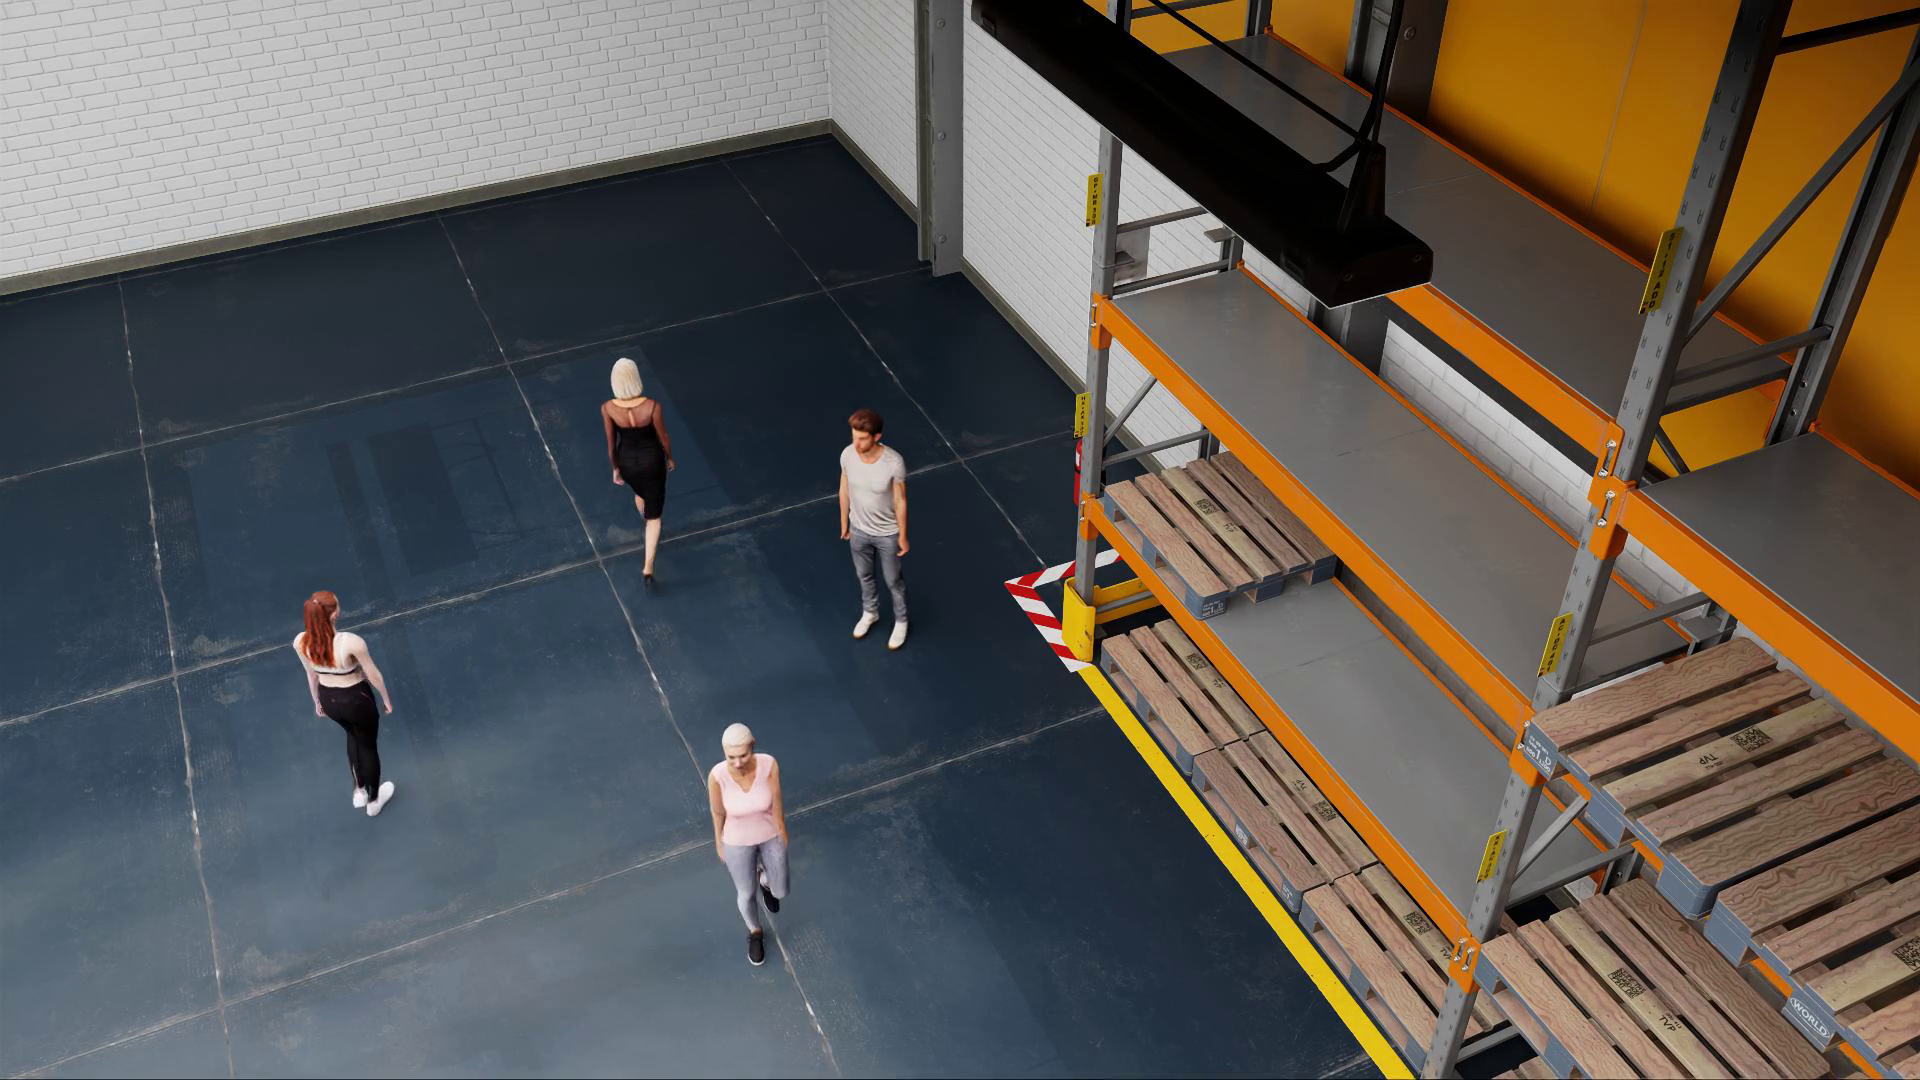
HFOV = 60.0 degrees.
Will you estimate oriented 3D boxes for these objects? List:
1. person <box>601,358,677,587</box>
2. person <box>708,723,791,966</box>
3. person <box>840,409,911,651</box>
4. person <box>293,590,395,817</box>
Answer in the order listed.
[{"bbox_3d":[-2.277,-0.461,11.870,0.938,1.713,1.140,4,39,5],"label":"person"},{"bbox_3d":[-1.169,1.605,9.281,0.641,1.716,0.791,-9,39,-11],"label":"person"},{"bbox_3d":[-0.561,-0.102,11.281,0.732,1.887,0.803,15,41,18],"label":"person"},{"bbox_3d":[-3.696,1.052,9.959,0.725,1.733,0.769,4,39,5],"label":"person"}]
